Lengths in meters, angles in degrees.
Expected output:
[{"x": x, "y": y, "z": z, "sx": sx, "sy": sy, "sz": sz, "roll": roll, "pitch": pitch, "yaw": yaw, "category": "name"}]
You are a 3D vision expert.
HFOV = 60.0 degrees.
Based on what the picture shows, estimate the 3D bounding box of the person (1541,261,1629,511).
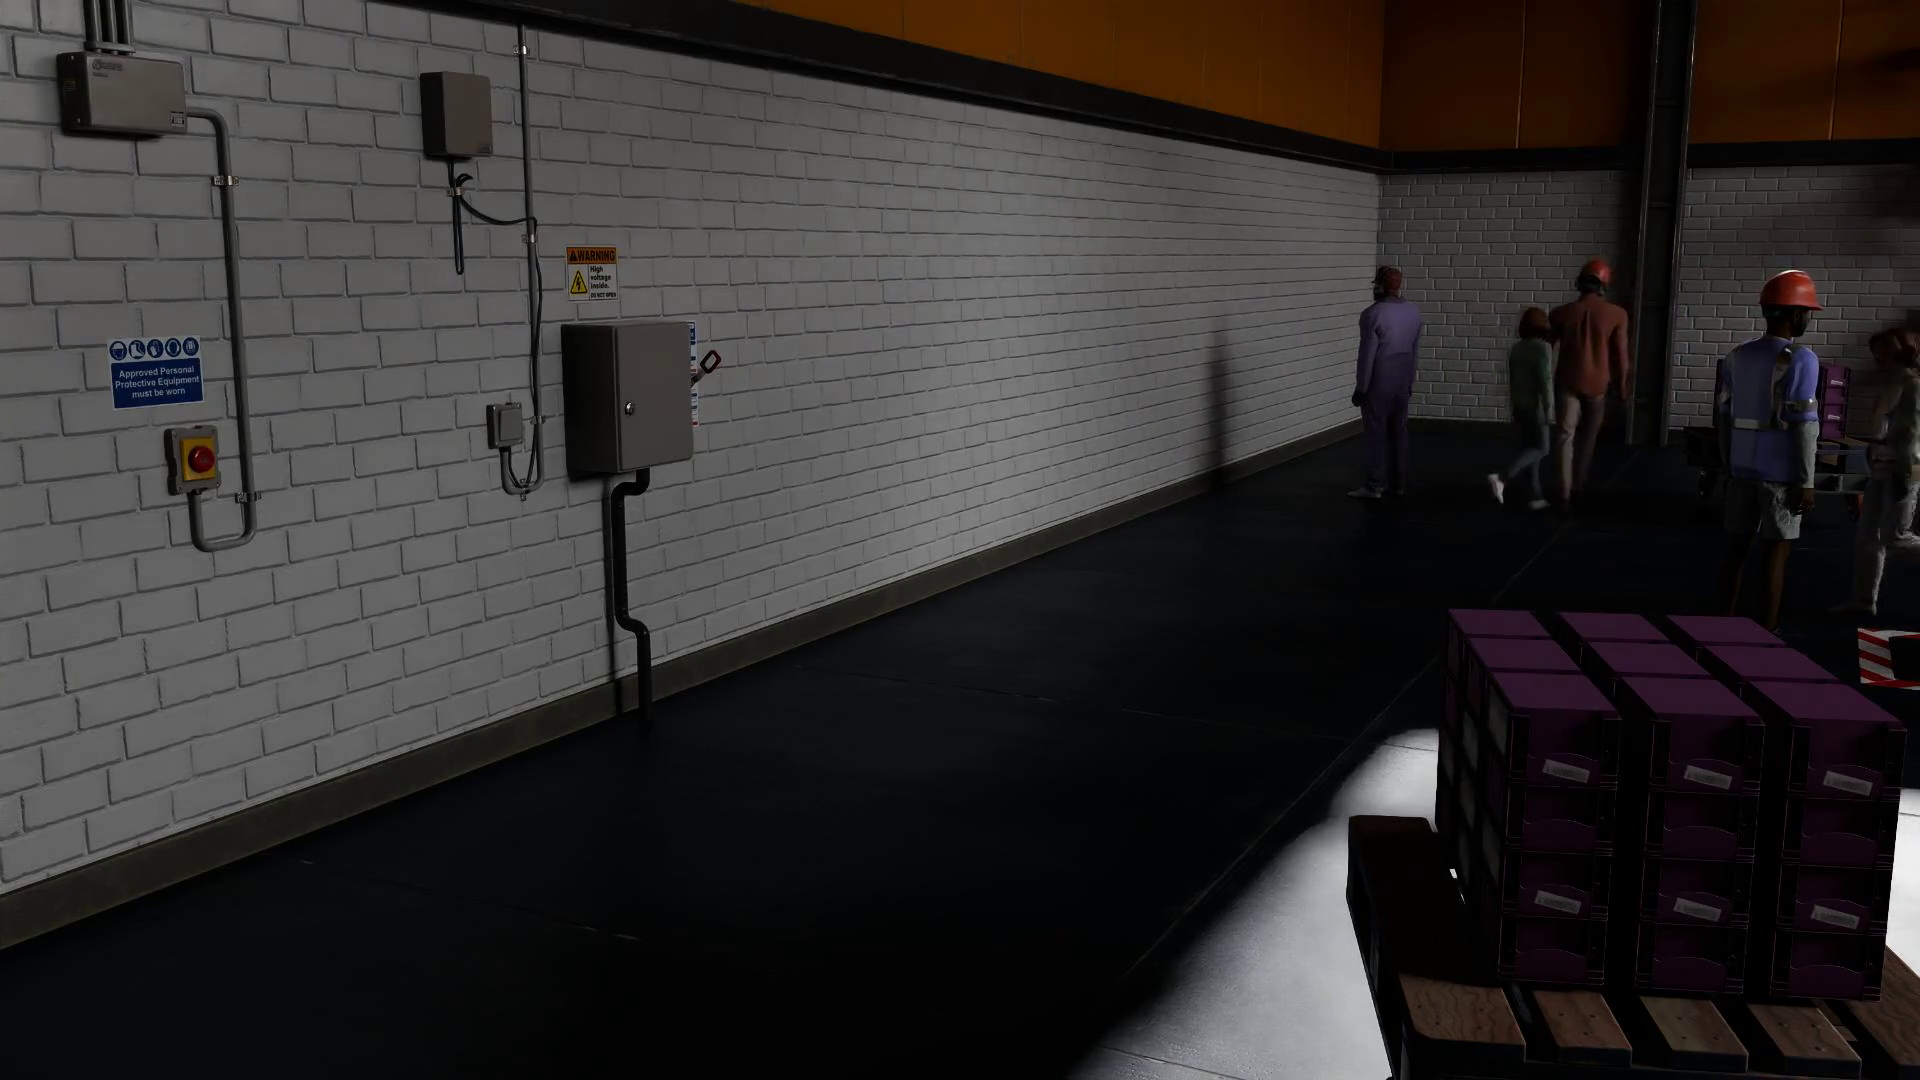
[{"x": 4.911, "y": -1.233, "z": 13.248, "sx": 0.758, "sy": 1.944, "sz": 0.877, "roll": 3, "pitch": 10, "yaw": 19, "category": "person"}]

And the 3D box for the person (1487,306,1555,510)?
[{"x": 4.429, "y": -1.027, "z": 13.049, "sx": 0.569, "sy": 1.604, "sz": 0.558, "roll": -2, "pitch": 10, "yaw": -11, "category": "person"}]

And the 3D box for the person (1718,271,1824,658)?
[{"x": 3.996, "y": -0.347, "z": 8.185, "sx": 0.364, "sy": 1.934, "sz": 0.553, "roll": -3, "pitch": 10, "yaw": -19, "category": "person"}]

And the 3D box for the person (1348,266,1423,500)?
[{"x": 3.480, "y": -1.285, "z": 13.695, "sx": 0.641, "sy": 1.912, "sz": 0.407, "roll": -6, "pitch": 12, "yaw": -32, "category": "person"}]

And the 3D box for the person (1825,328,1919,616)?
[{"x": 5.211, "y": -0.348, "z": 9.122, "sx": 0.630, "sy": 1.619, "sz": 0.540, "roll": 1, "pitch": 10, "yaw": 9, "category": "person"}]
